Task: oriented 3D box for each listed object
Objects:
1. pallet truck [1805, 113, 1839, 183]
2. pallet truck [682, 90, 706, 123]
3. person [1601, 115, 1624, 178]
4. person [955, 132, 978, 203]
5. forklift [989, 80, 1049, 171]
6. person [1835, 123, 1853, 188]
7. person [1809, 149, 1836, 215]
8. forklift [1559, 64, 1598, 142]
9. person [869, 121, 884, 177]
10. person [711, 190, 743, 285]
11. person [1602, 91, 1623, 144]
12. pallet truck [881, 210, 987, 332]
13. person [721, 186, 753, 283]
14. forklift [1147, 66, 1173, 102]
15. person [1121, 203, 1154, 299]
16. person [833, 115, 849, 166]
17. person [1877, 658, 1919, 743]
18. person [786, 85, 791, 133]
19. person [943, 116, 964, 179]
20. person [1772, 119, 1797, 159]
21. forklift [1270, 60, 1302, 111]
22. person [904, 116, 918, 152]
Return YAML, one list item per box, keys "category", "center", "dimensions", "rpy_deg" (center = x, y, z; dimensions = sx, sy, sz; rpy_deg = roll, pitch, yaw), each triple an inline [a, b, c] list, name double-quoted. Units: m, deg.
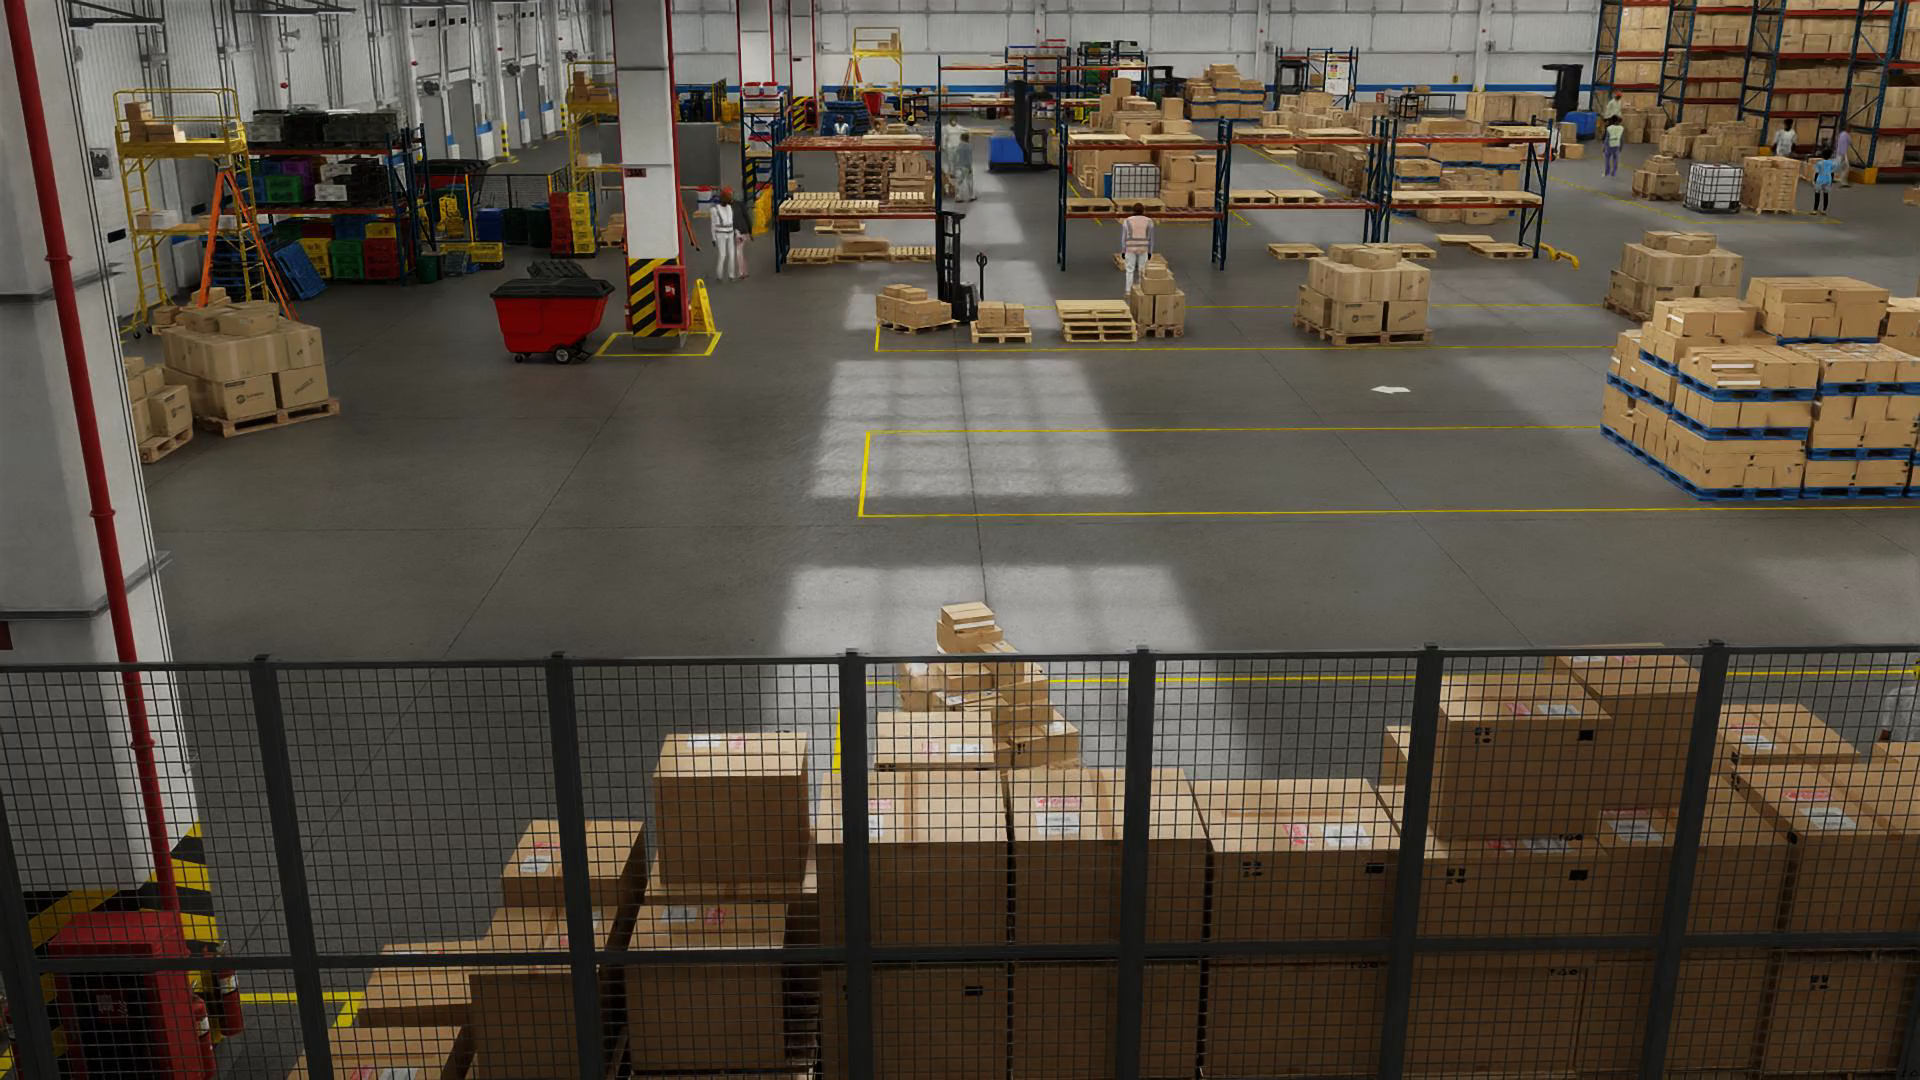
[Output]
- category: "pallet truck"
  center: [26.403, -11.957, 50.702]
  dimensions: [0.823, 1.965, 1.885]
  rpy_deg: [6, 19, 16]
- category: "pallet truck"
  center: [-9.671, -15.907, 62.421]
  dimensions: [0.823, 1.965, 1.885]
  rpy_deg: [5, 19, 15]
- category: "person"
  center: [20.238, -12.206, 51.593]
  dimensions: [0.658, 1.898, 0.561]
  rpy_deg: [-4, 19, -12]
- category: "person"
  center: [0.155, -10.256, 45.825]
  dimensions: [0.657, 1.885, 0.923]
  rpy_deg: [16, 25, 40]
- category: "forklift"
  center: [1.889, -13.266, 53.225]
  dimensions: [1.873, 2.768, 1.129]
  rpy_deg: [-1, 19, -2]
- category: "person"
  center: [25.935, -11.359, 49.116]
  dimensions: [0.879, 1.891, 0.663]
  rpy_deg: [9, 21, 26]
- category: "person"
  center: [22.516, -9.336, 43.387]
  dimensions: [0.542, 1.699, 0.316]
  rpy_deg: [-1, 19, -3]
- category: "forklift"
  center: [23.205, -16.636, 63.224]
  dimensions: [1.873, 2.768, 1.129]
  rpy_deg: [17, 25, 40]
- category: "person"
  center: [-2.513, -11.879, 50.792]
  dimensions: [0.535, 1.803, 0.962]
  rpy_deg: [-16, 24, -39]
- category: "person"
  center: [-4.705, -6.099, 33.519]
  dimensions: [0.585, 1.874, 0.479]
  rpy_deg: [-18, 25, -42]
- category: "person"
  center: [24.411, -15.718, 61.931]
  dimensions: [0.616, 1.946, 0.966]
  rpy_deg: [-12, 22, -32]
- category: "pallet truck"
  center: [-0.493, -4.759, 29.349]
  dimensions: [1.885, 1.965, 0.823]
  rpy_deg: [-13, 23, -34]
- category: "person"
  center: [-4.552, -6.208, 33.741]
  dimensions: [0.645, 1.933, 0.725]
  rpy_deg: [9, 20, 24]
- category: "forklift"
  center: [7.425, -16.286, 62.184]
  dimensions: [1.129, 2.768, 1.873]
  rpy_deg: [-9, 21, -25]
- category: "person"
  center: [3.403, -5.554, 31.970]
  dimensions: [0.619, 1.836, 0.431]
  rpy_deg: [-2, 19, -5]
- category: "person"
  center: [-3.911, -13.147, 54.782]
  dimensions: [0.514, 1.642, 0.310]
  rpy_deg: [2, 19, 7]
- category: "person"
  center: [6.190, 1.560, 10.801]
  dimensions: [0.528, 1.869, 0.313]
  rpy_deg: [3, 19, 8]
- category: "person"
  center: [-6.810, -17.246, 66.561]
  dimensions: [0.971, 1.886, 0.563]
  rpy_deg: [-7, 20, -20]
- category: "person"
  center: [-0.171, -12.069, 51.183]
  dimensions: [0.661, 1.897, 0.957]
  rpy_deg: [-3, 19, -9]
- category: "person"
  center: [24.687, -11.595, 49.737]
  dimensions: [0.626, 1.911, 1.001]
  rpy_deg: [0, 19, 0]
- category: "forklift"
  center: [13.193, -17.912, 67.008]
  dimensions: [1.129, 2.768, 1.873]
  rpy_deg: [-1, 19, -1]
- category: "person"
  center: [-1.566, -12.766, 53.511]
  dimensions: [0.480, 1.733, 0.333]
  rpy_deg: [-7, 20, -20]
